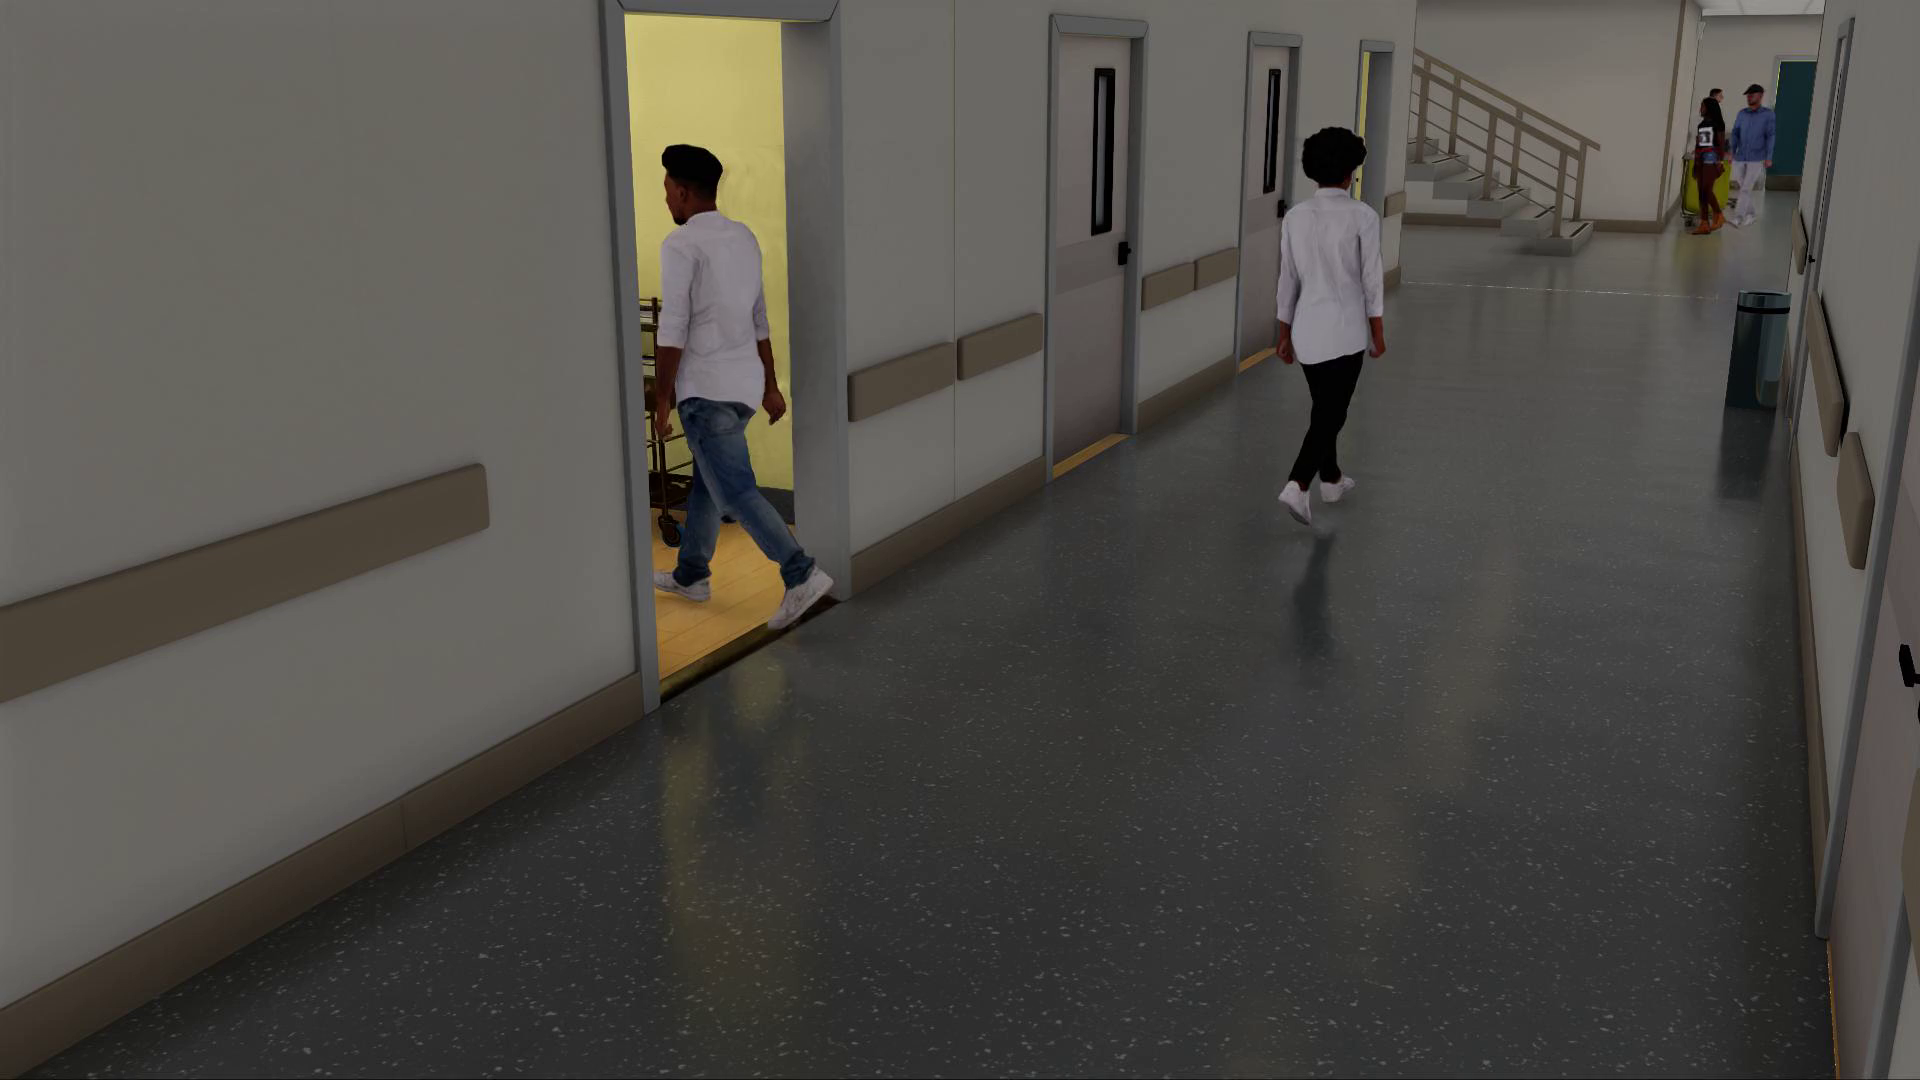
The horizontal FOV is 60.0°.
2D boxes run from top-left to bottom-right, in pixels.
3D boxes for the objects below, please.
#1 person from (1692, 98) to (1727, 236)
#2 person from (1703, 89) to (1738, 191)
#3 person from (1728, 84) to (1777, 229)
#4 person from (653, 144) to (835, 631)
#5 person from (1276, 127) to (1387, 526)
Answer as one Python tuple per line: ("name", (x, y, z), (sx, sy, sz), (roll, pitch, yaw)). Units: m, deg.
("person", (9.635, -4.769, 21.293), (0.872, 1.707, 0.812), (-7, 17, -22))
("person", (12.642, -6.755, 28.311), (1.047, 1.723, 0.637), (7, 17, 24))
("person", (10.433, -5.012, 21.917), (1.031, 1.837, 1.249), (-15, 22, -42))
("person", (-0.838, -0.545, 6.210), (1.211, 1.763, 0.767), (8, 18, 28))
("person", (1.667, -0.946, 7.608), (1.148, 1.775, 0.860), (12, 20, 36))
